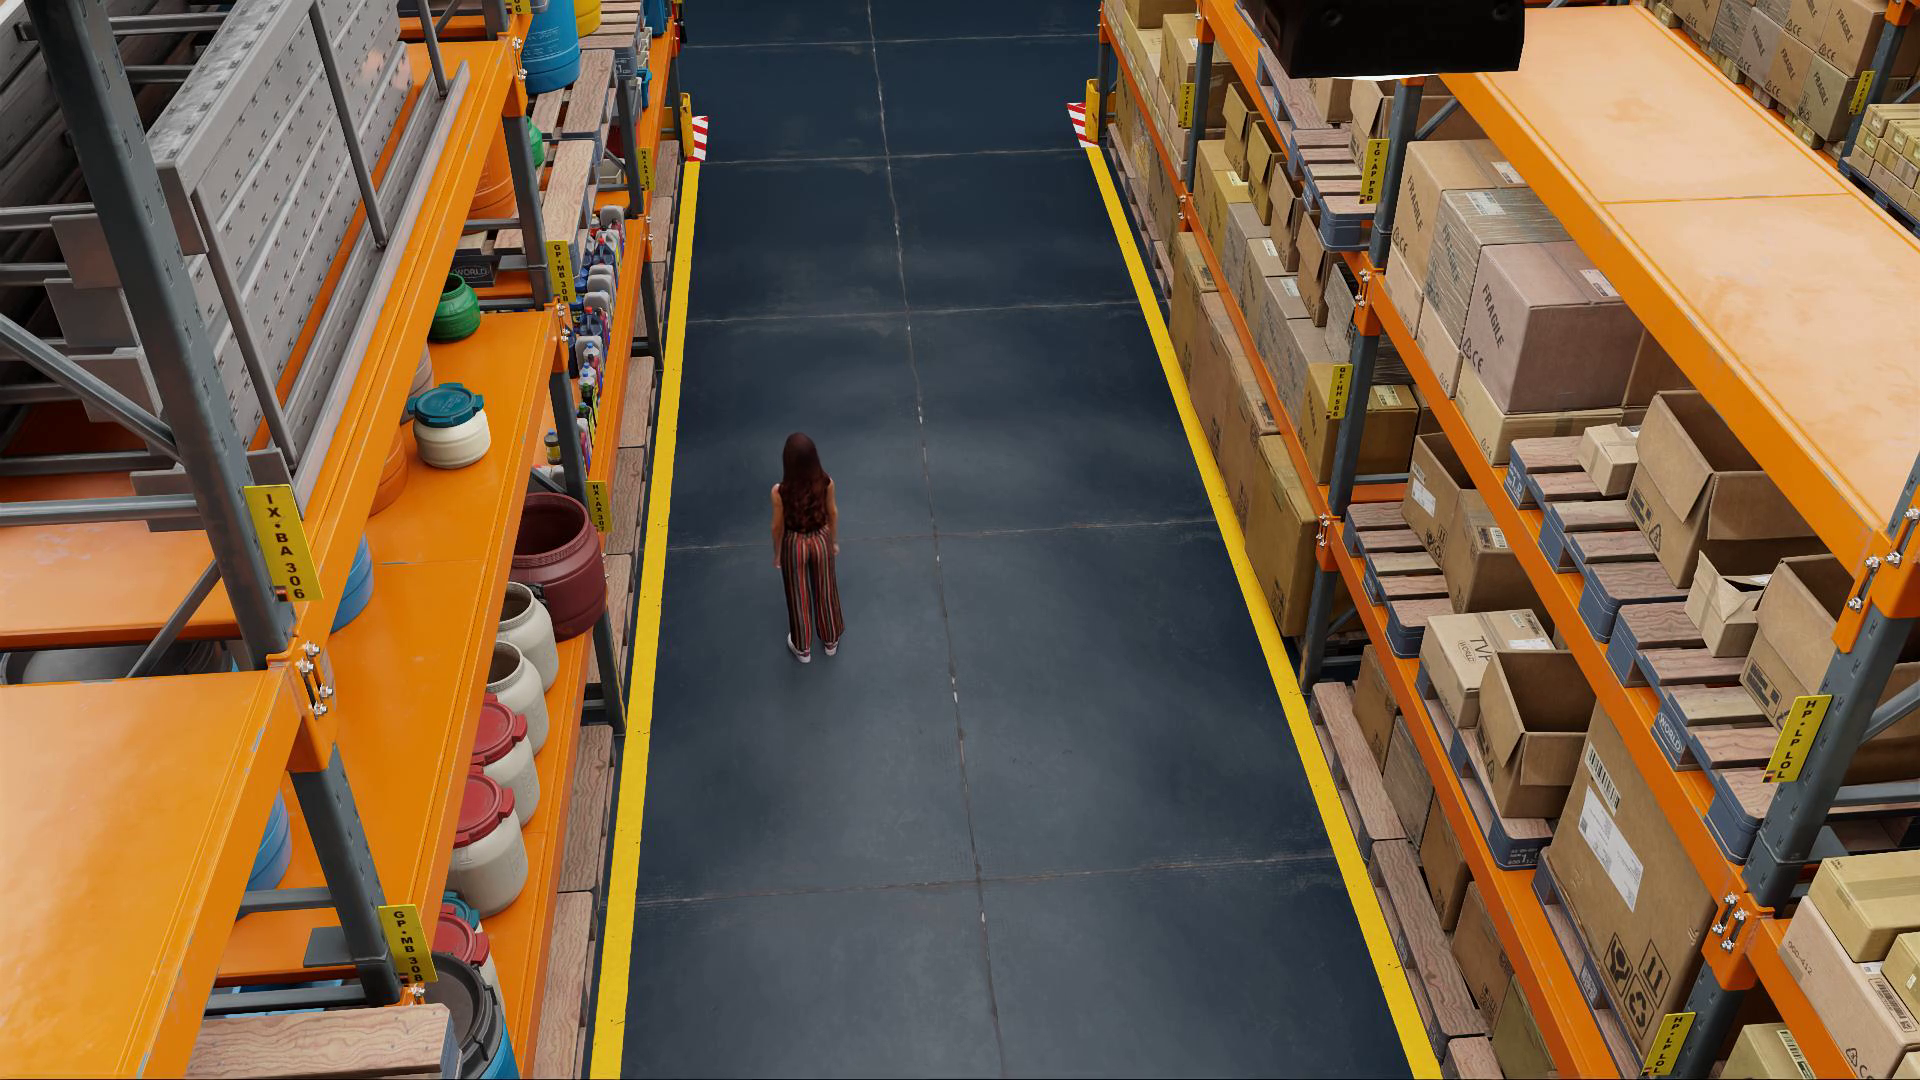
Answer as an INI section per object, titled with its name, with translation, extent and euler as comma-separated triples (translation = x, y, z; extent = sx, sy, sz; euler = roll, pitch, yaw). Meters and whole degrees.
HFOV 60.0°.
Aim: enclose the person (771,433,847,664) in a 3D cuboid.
[person]
translation = -0.891, 0.037, 9.677
extent = 0.600, 1.562, 0.582
euler = -12, 39, -15
